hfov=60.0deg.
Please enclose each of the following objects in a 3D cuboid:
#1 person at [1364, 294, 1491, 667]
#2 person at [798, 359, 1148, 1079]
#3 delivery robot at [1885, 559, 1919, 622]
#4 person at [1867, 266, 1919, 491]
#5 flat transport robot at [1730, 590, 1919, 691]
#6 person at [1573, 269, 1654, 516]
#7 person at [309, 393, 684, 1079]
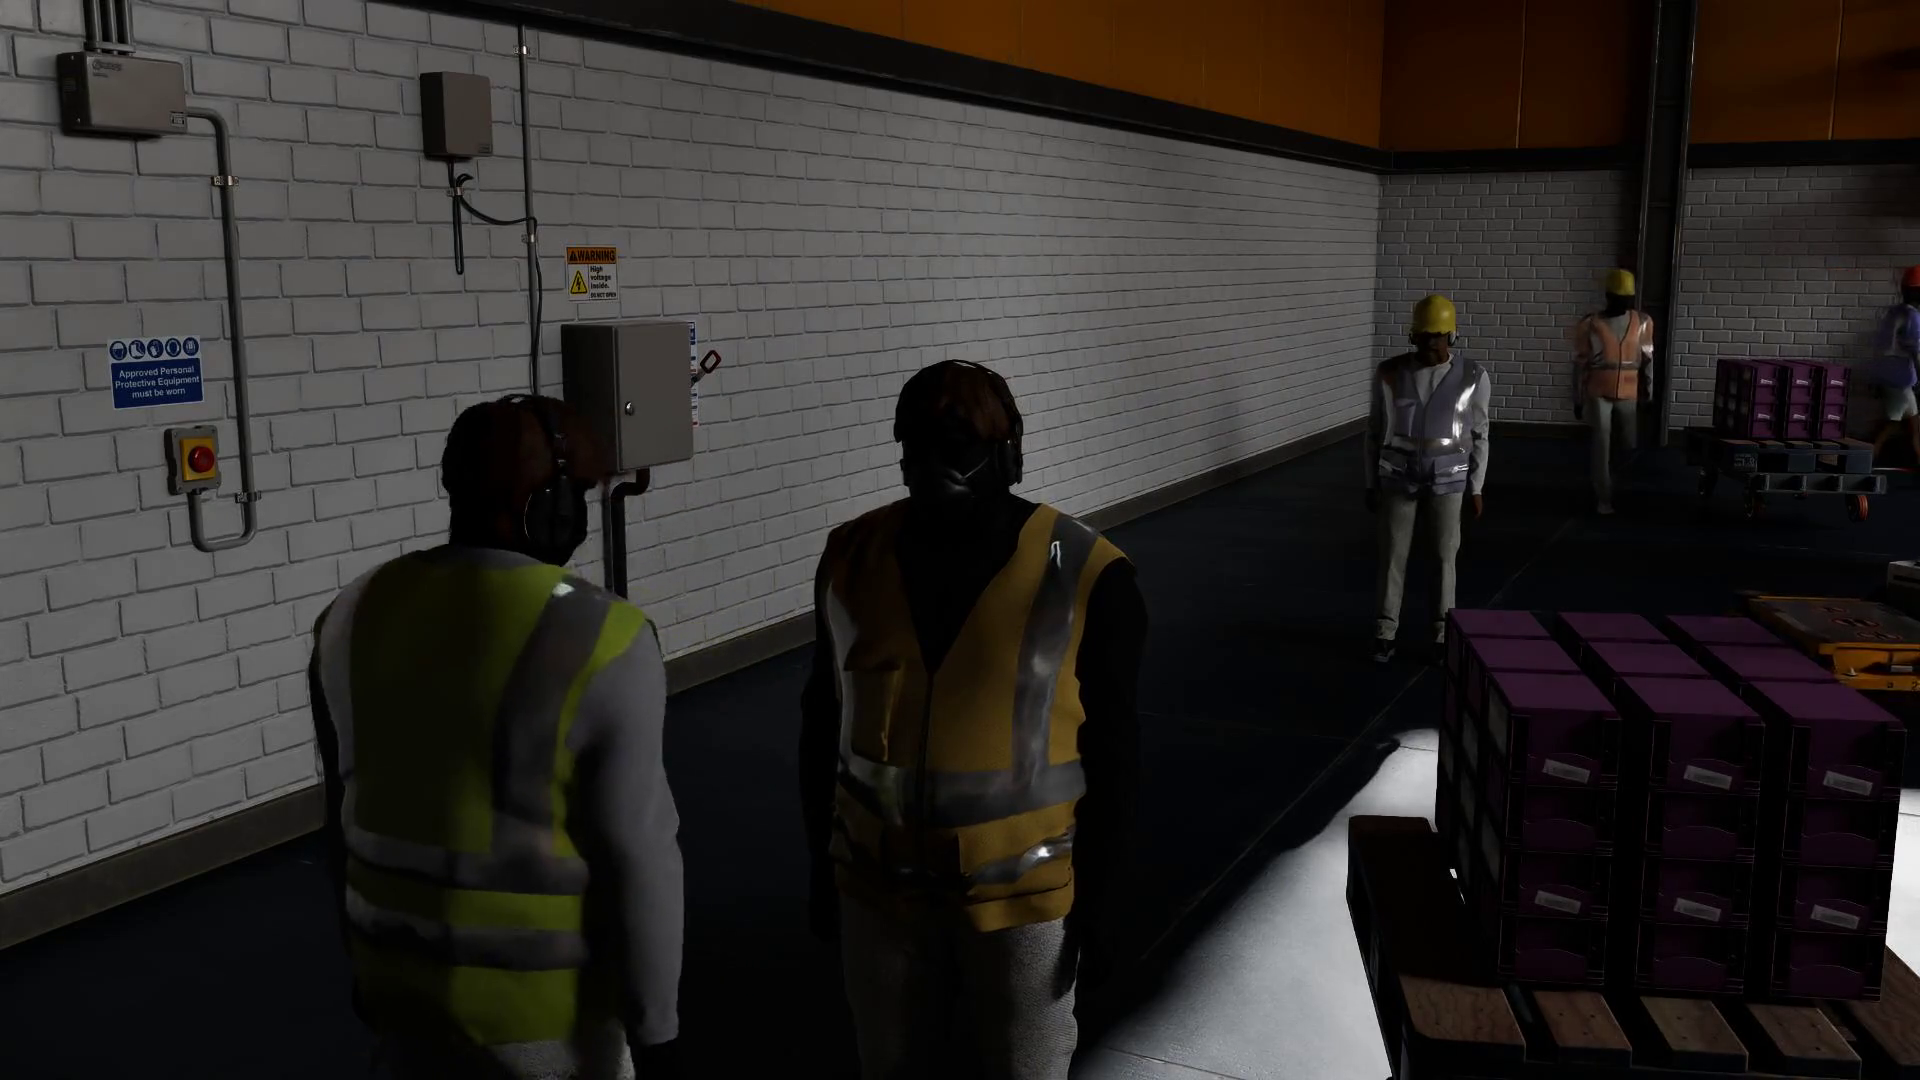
[{"bbox_3d":[2.274,-0.287,8.156,0.588,1.826,0.403,3,10,19],"label":"person"},{"bbox_3d":[-0.003,0.605,2.949,0.627,1.844,0.429,3,10,18],"label":"person"},{"bbox_3d":[5.201,0.211,8.673,0.707,0.478,0.477,-4,11,-22],"label":"delivery robot"},{"bbox_3d":[8.066,-1.338,14.013,0.915,1.896,0.576,2,10,12],"label":"person"},{"bbox_3d":[4.367,0.481,8.206,0.652,0.197,1.431,1,10,8],"label":"flat transport robot"},{"bbox_3d":[5.074,-1.159,12.979,0.620,1.901,0.621,0,10,3],"label":"person"},{"bbox_3d":[-0.721,0.687,2.592,0.653,1.819,0.490,4,11,24],"label":"person"}]
